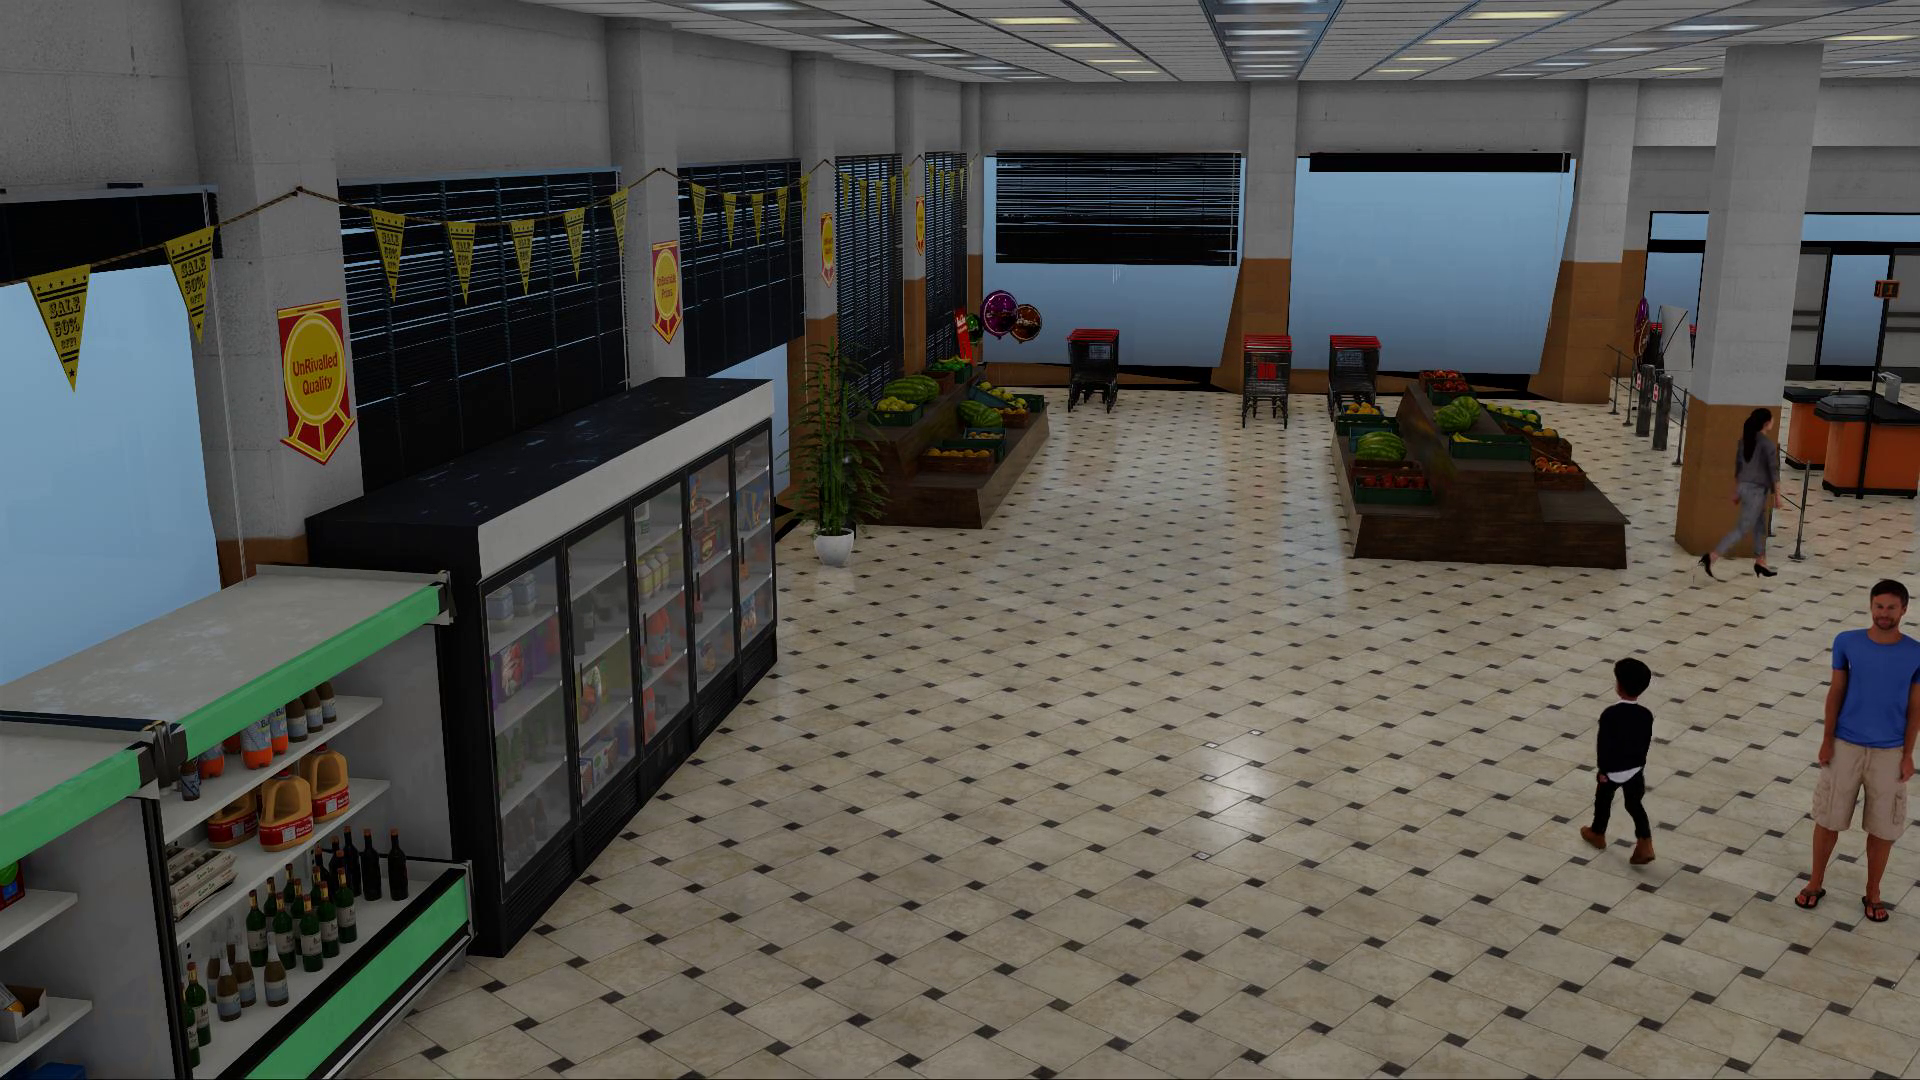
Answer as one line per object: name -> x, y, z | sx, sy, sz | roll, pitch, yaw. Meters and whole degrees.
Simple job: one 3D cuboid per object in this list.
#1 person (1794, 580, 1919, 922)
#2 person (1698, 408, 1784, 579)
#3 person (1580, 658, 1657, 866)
person -> 4.920, 1.111, 9.017 | 0.723, 1.863, 0.685 | 8, 16, 28
person -> 7.396, -0.390, 15.681 | 0.917, 1.639, 1.109 | -2, 14, -7
person -> 3.882, 1.295, 9.641 | 0.682, 1.212, 0.892 | -2, 14, -10
